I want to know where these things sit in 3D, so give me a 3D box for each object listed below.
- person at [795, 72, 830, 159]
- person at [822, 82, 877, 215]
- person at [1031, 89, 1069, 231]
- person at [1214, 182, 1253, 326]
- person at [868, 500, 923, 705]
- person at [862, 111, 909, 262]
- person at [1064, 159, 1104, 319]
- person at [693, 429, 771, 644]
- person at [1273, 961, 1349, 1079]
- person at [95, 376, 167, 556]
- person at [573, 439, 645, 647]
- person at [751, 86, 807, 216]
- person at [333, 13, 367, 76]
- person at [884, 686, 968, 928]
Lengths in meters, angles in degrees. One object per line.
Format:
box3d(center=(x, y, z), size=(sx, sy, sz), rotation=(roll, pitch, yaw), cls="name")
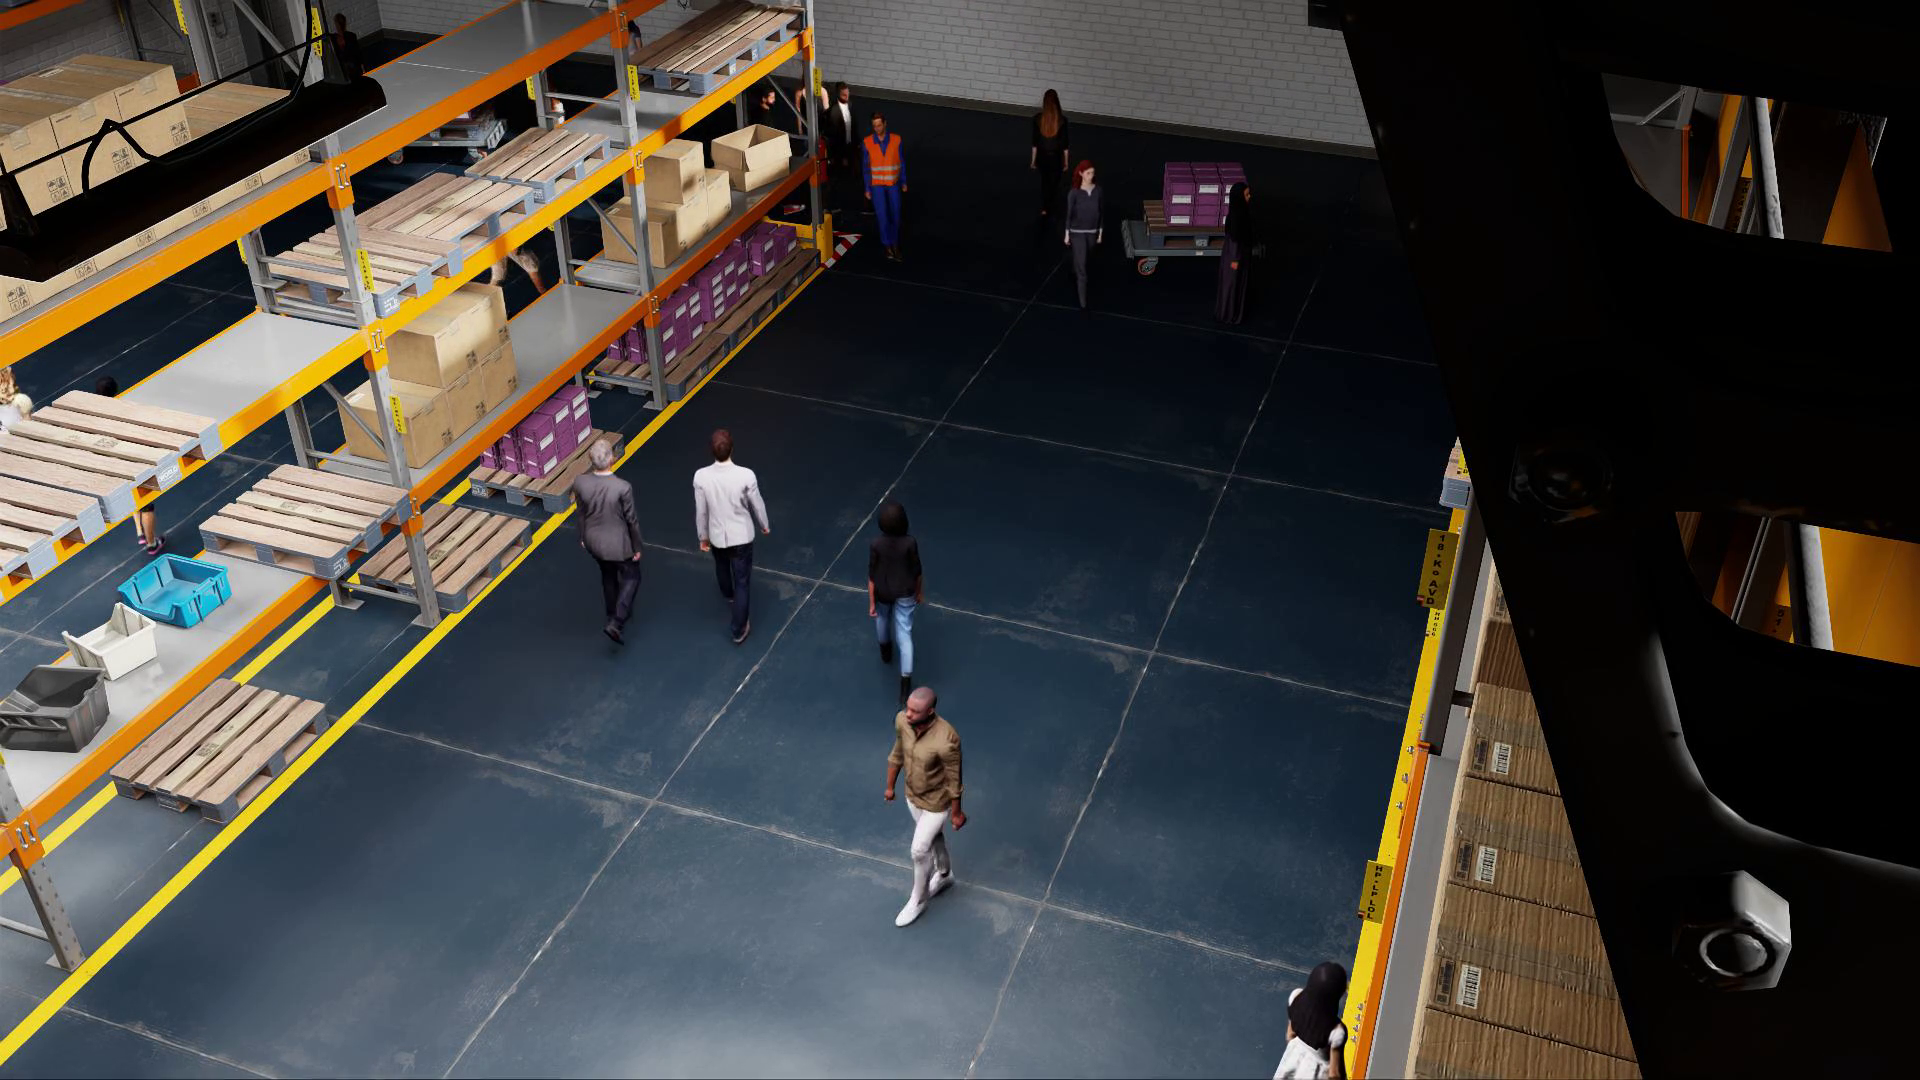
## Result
box3d(center=(-1.920, -5.388, 21.723), size=(0.772, 1.665, 1.134), rotation=(1, 34, 2), cls="person")
box3d(center=(-1.563, -4.894, 20.903), size=(0.928, 1.752, 1.084), rotation=(17, 37, 24), cls="person")
box3d(center=(1.091, -4.705, 20.676), size=(0.613, 1.688, 1.076), rotation=(11, 35, 16), cls="person")
box3d(center=(3.068, -3.202, 18.481), size=(0.643, 1.615, 0.505), rotation=(11, 35, 16), cls="person")
box3d(center=(-0.494, 0.501, 12.867), size=(0.904, 1.663, 1.224), rotation=(-2, 34, -3), cls="person")
box3d(center=(-0.917, -4.252, 19.861), size=(0.850, 1.837, 0.879), rotation=(-6, 34, -9), cls="person")
box3d(center=(1.364, -3.453, 18.743), size=(1.042, 1.743, 1.184), rotation=(-11, 35, -15), cls="person")
box3d(center=(-1.868, 0.016, 13.459), size=(0.854, 1.816, 1.115), rotation=(5, 34, 7), cls="person")
box3d(center=(1.904, 2.960, 9.071), size=(0.822, 1.769, 0.783), rotation=(-20, 39, -27), cls="person")
box3d(center=(-7.237, -0.595, 14.468), size=(0.627, 1.716, 0.656), rotation=(2, 34, 2), cls="person")
box3d(center=(-2.838, 0.050, 13.405), size=(0.776, 1.817, 0.966), rotation=(8, 34, 11), cls="person")
box3d(center=(-2.554, -4.804, 20.807), size=(1.139, 1.708, 1.123), rotation=(-11, 35, -15), cls="person")
box3d(center=(-8.802, -6.841, 24.012), size=(0.638, 1.552, 0.685), rotation=(-6, 34, -9), cls="person")
box3d(center=(-0.144, 1.664, 10.988), size=(1.023, 1.805, 0.958), rotation=(-25, 41, -32), cls="person")
